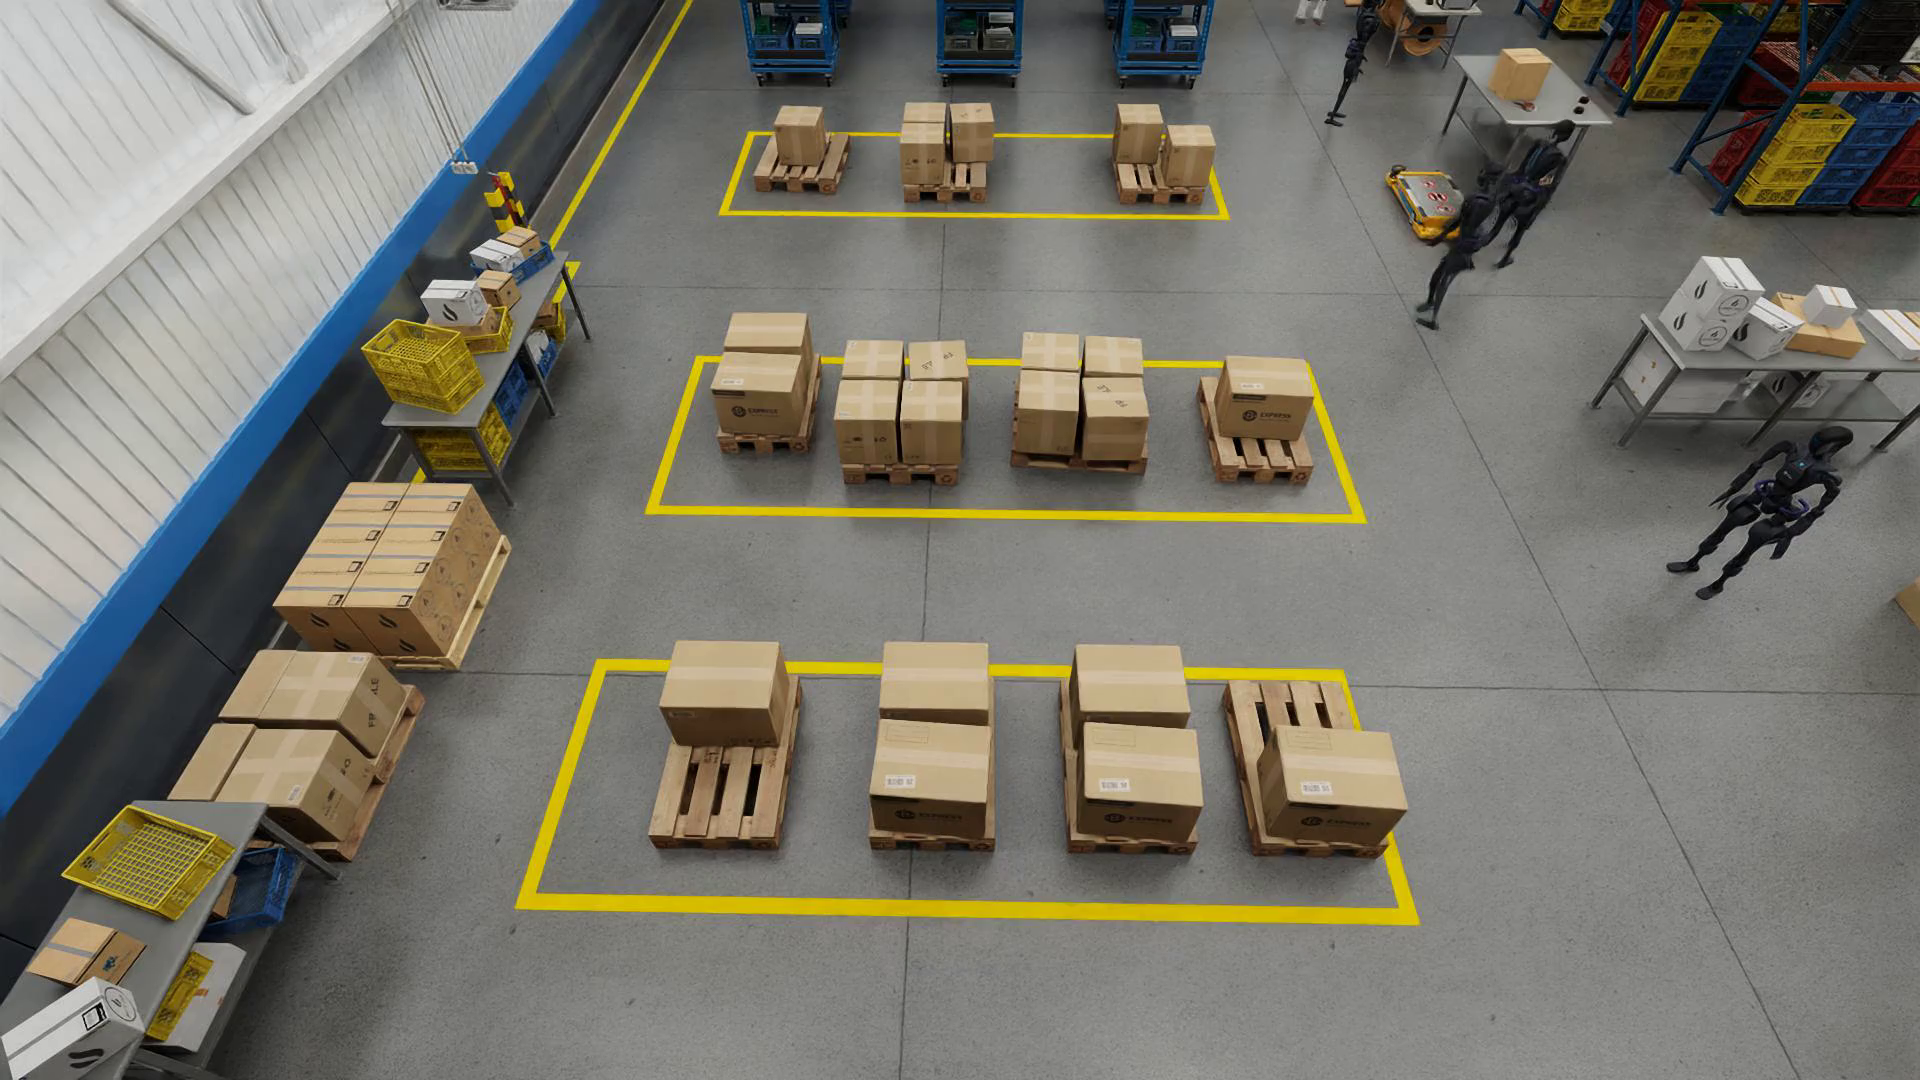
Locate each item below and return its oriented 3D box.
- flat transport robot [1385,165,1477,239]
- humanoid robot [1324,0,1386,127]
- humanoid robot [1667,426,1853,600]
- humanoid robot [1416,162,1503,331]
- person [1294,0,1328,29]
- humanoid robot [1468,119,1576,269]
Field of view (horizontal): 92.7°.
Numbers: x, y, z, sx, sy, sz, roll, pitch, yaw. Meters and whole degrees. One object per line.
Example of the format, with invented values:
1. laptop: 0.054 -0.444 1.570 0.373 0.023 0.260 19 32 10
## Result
1. flat transport robot: 5.692 -4.094 11.059 0.652 0.197 1.431 1 49 1
2. humanoid robot: 5.242 -6.374 12.117 0.318 1.652 0.575 17 51 14
3. humanoid robot: 5.923 -0.197 6.764 0.313 1.656 0.614 -13 50 -11
4. humanoid robot: 4.954 -2.936 9.158 0.419 1.621 0.613 16 51 13
5. person: 5.640 -8.920 14.206 0.601 1.847 0.631 -32 56 -25
6. humanoid robot: 5.943 -3.653 9.771 0.624 1.627 0.585 -18 51 -15
